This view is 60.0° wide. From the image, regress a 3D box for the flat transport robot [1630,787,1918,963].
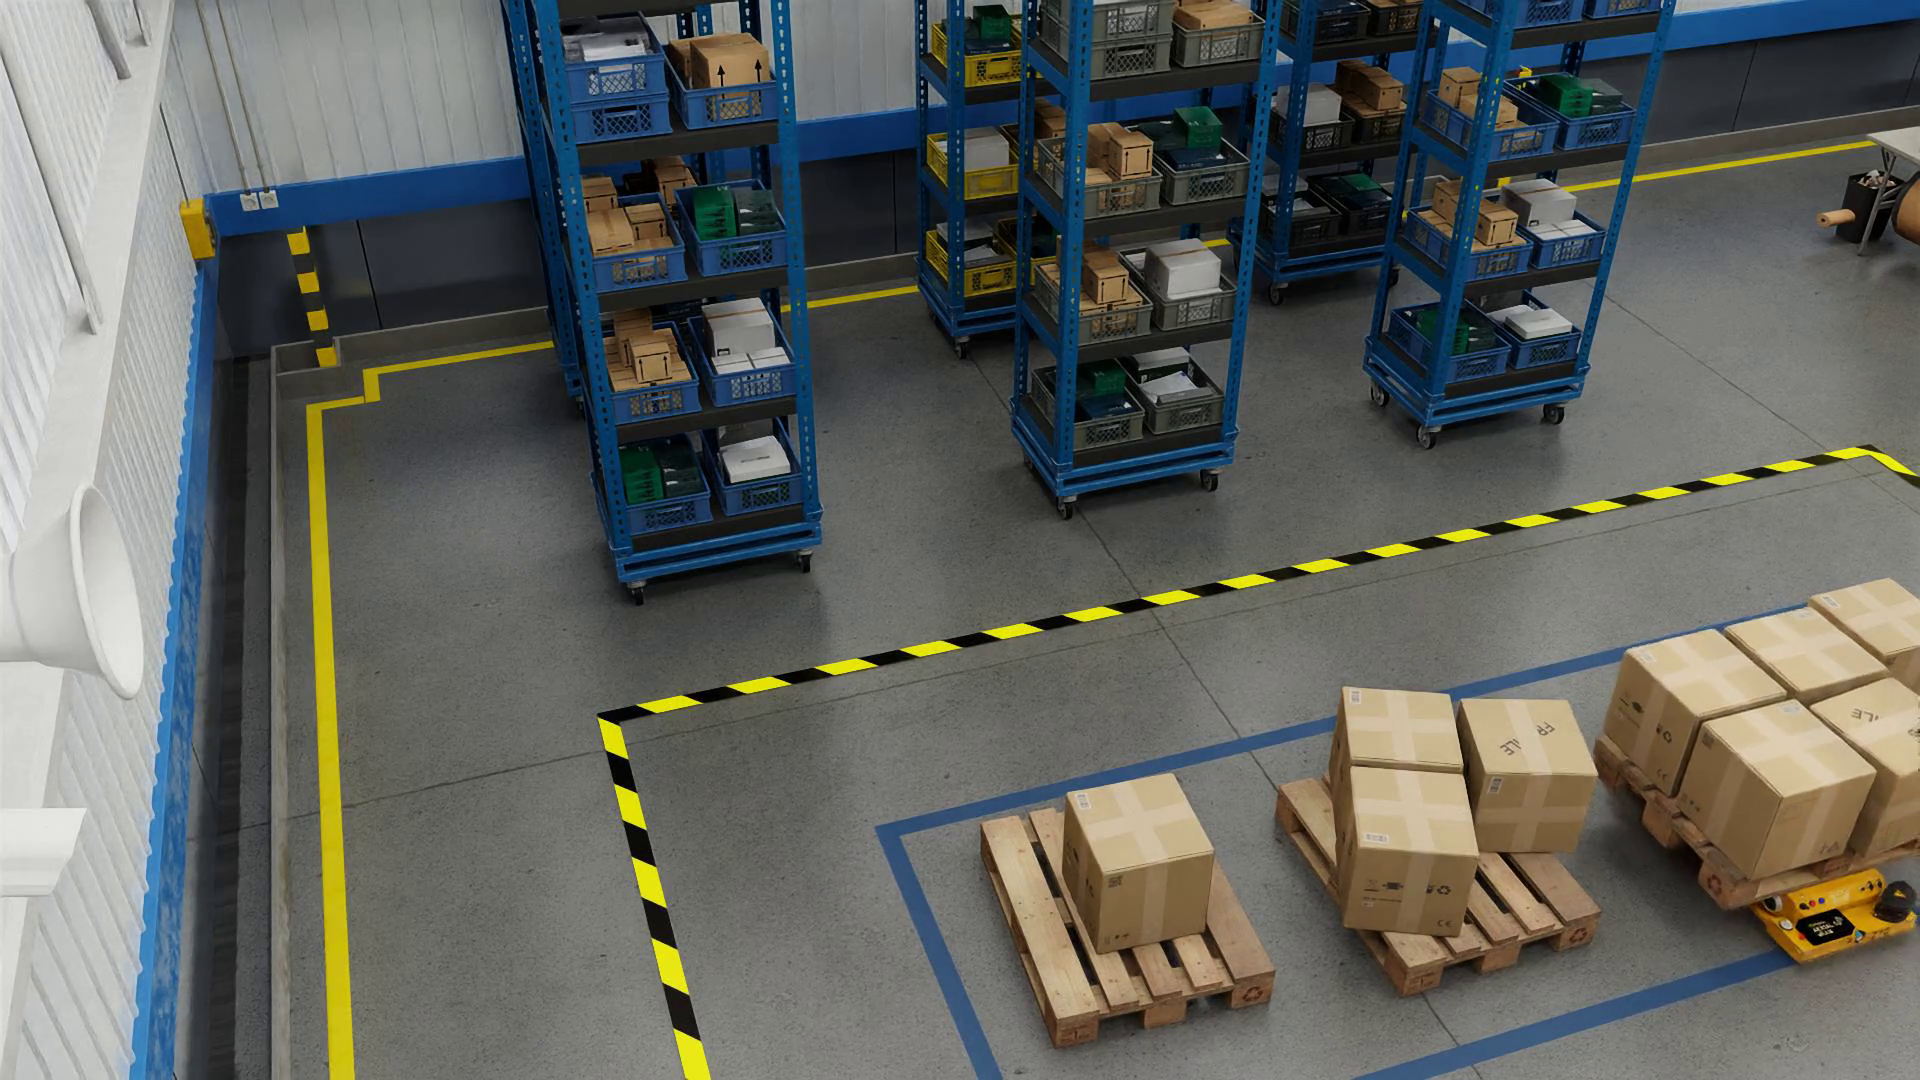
[{"bbox_3d":[3.853,1.383,8.071,0.652,0.197,1.431,-11,37,-15],"label":"flat transport robot"}]
